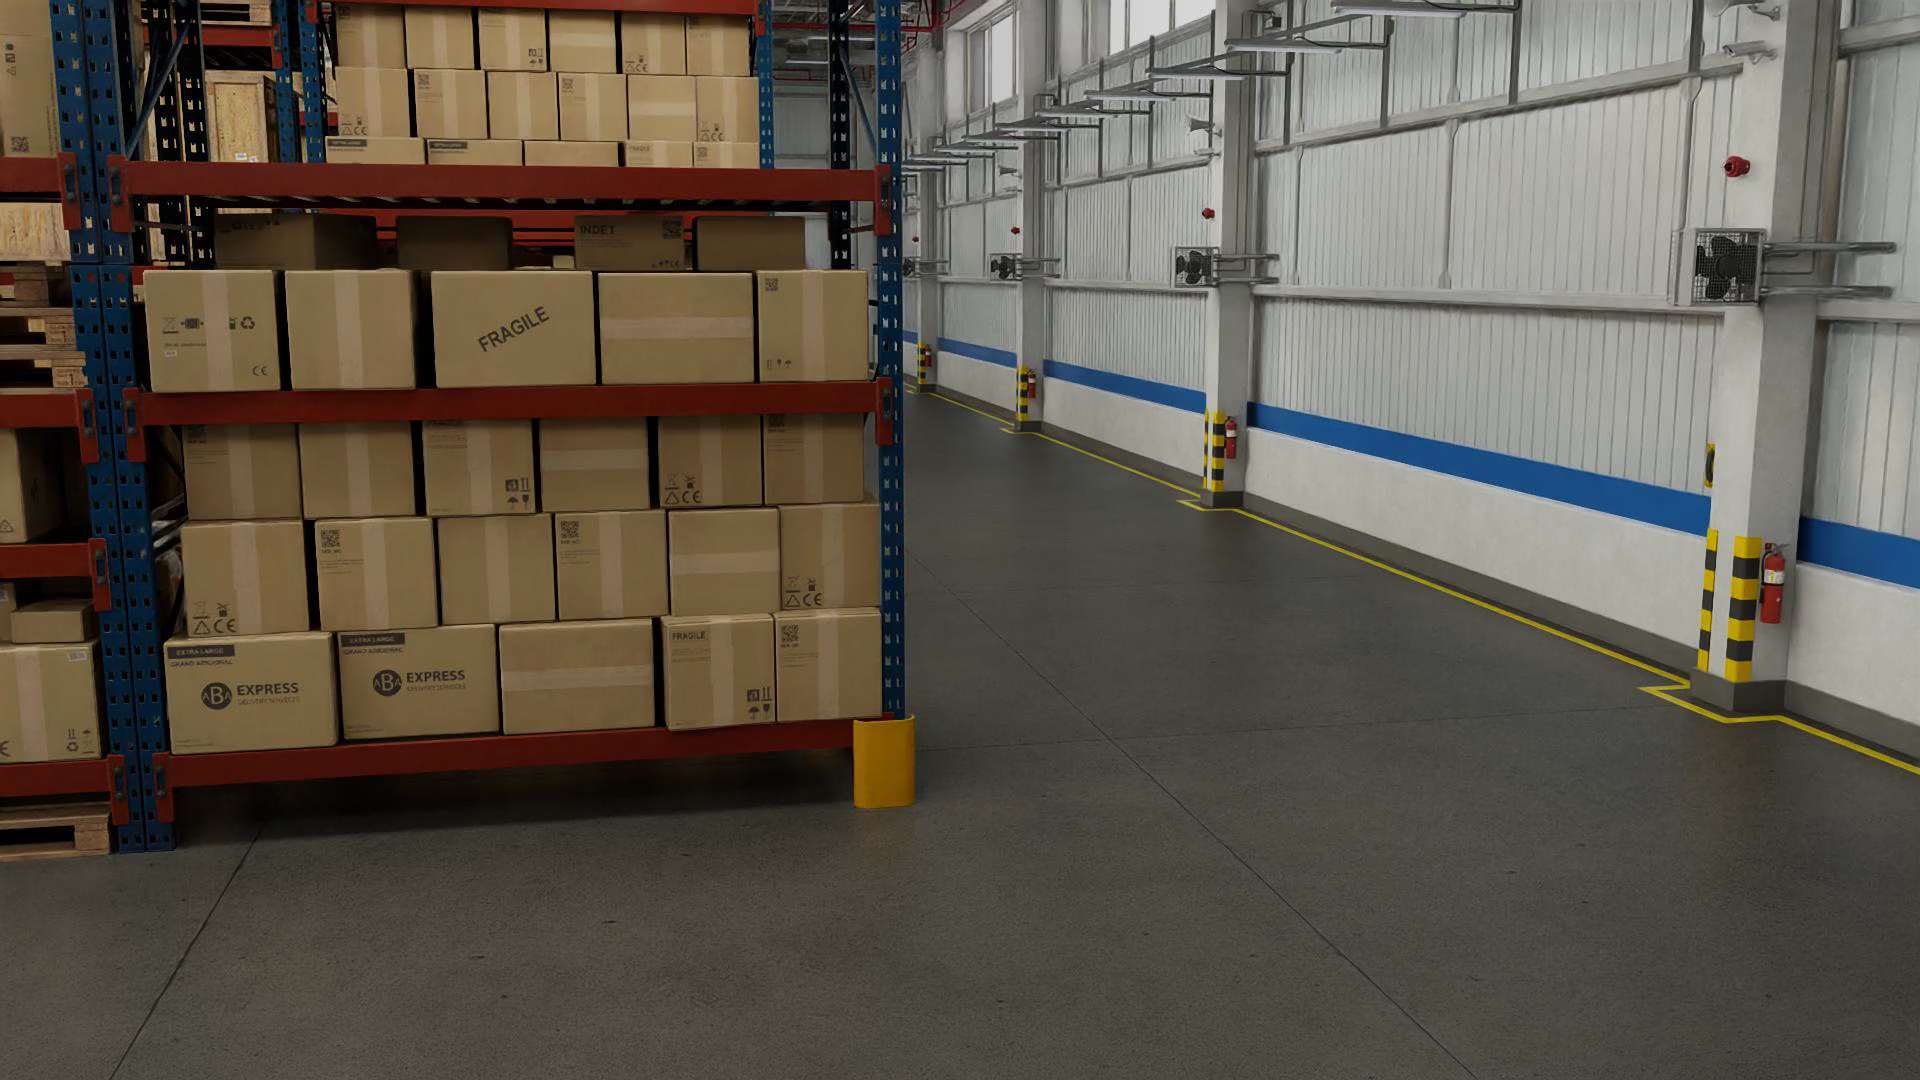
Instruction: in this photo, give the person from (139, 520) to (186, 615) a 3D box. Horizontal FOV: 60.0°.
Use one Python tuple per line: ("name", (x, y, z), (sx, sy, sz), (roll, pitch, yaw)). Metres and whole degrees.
("person", (-6.324, -0.012, 12.949), (1.061, 1.889, 0.602), (-5, 11, -29))
